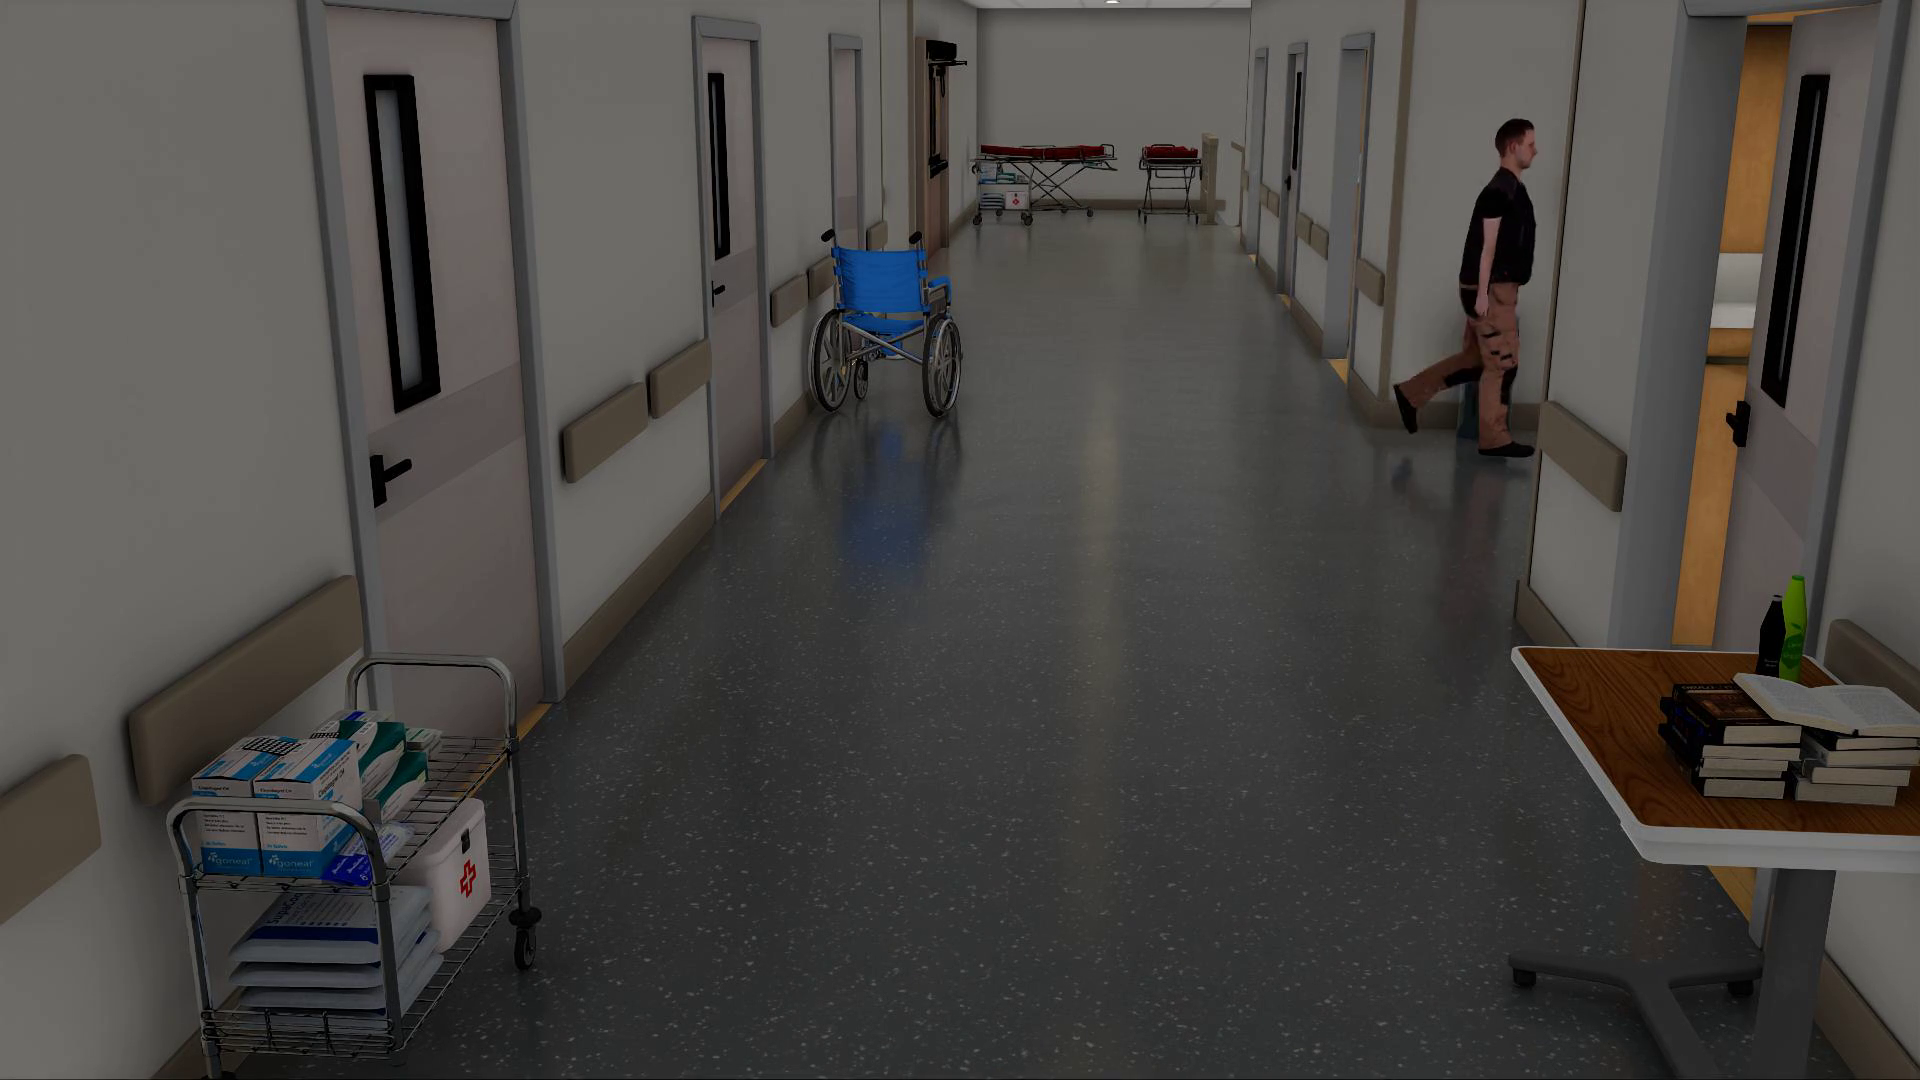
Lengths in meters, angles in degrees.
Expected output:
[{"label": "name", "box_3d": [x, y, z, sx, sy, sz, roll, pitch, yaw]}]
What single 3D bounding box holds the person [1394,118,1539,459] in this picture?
[{"label": "person", "box_3d": [2.813, -1.368, 9.146, 1.005, 1.807, 1.111, 9, 18, 28]}]
